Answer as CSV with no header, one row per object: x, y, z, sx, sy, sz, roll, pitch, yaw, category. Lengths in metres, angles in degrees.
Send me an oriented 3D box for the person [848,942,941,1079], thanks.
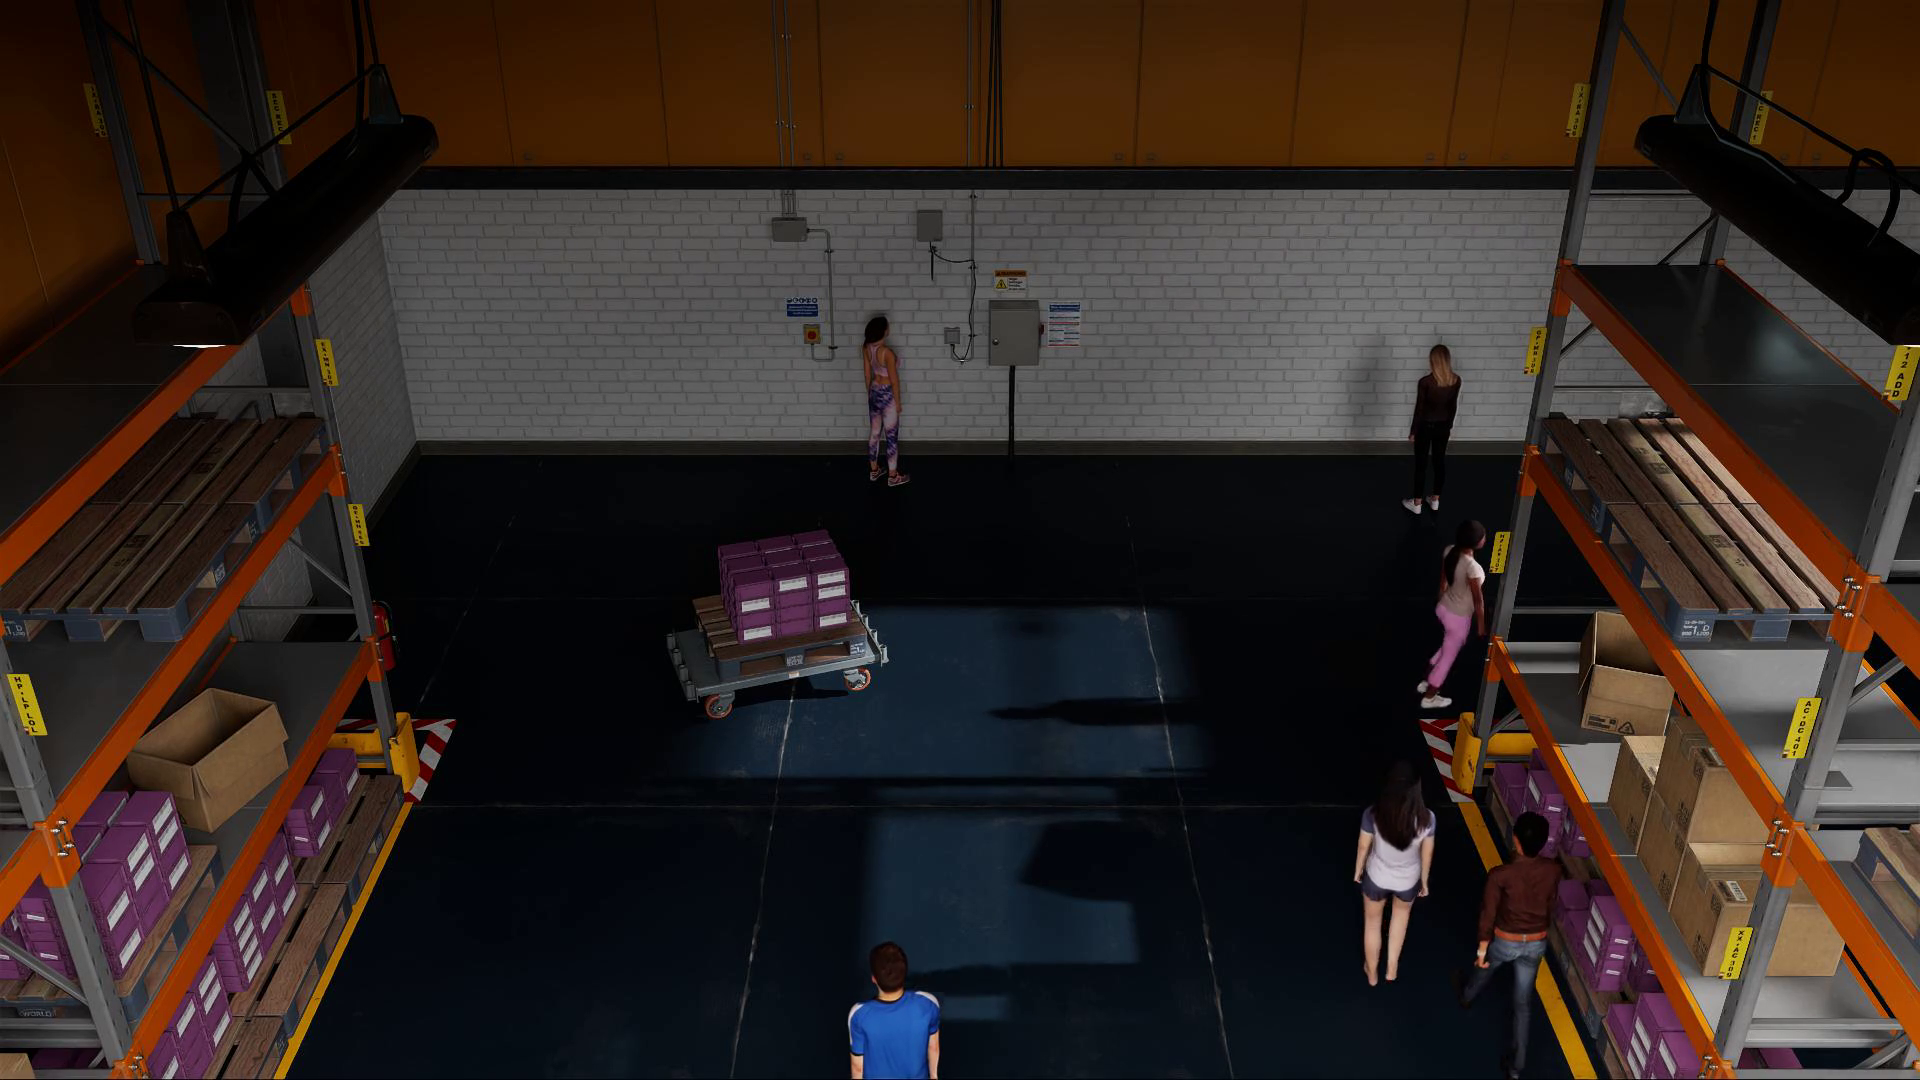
-0.340,2.844,8.680,0.714,1.868,0.685,-9,30,-16,person

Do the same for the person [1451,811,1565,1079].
3.252,2.411,9.622,0.664,1.726,1.106,-1,29,-1,person

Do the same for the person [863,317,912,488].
-0.763,-1.393,16.553,0.687,1.766,0.730,21,35,34,person

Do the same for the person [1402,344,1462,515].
4.552,-1.069,16.027,0.661,1.702,0.603,-8,30,-15,person

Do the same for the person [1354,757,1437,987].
2.654,2.106,10.207,0.640,1.699,0.634,3,29,6,person

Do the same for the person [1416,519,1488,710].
3.760,0.620,12.909,0.704,1.723,0.603,-8,30,-14,person
